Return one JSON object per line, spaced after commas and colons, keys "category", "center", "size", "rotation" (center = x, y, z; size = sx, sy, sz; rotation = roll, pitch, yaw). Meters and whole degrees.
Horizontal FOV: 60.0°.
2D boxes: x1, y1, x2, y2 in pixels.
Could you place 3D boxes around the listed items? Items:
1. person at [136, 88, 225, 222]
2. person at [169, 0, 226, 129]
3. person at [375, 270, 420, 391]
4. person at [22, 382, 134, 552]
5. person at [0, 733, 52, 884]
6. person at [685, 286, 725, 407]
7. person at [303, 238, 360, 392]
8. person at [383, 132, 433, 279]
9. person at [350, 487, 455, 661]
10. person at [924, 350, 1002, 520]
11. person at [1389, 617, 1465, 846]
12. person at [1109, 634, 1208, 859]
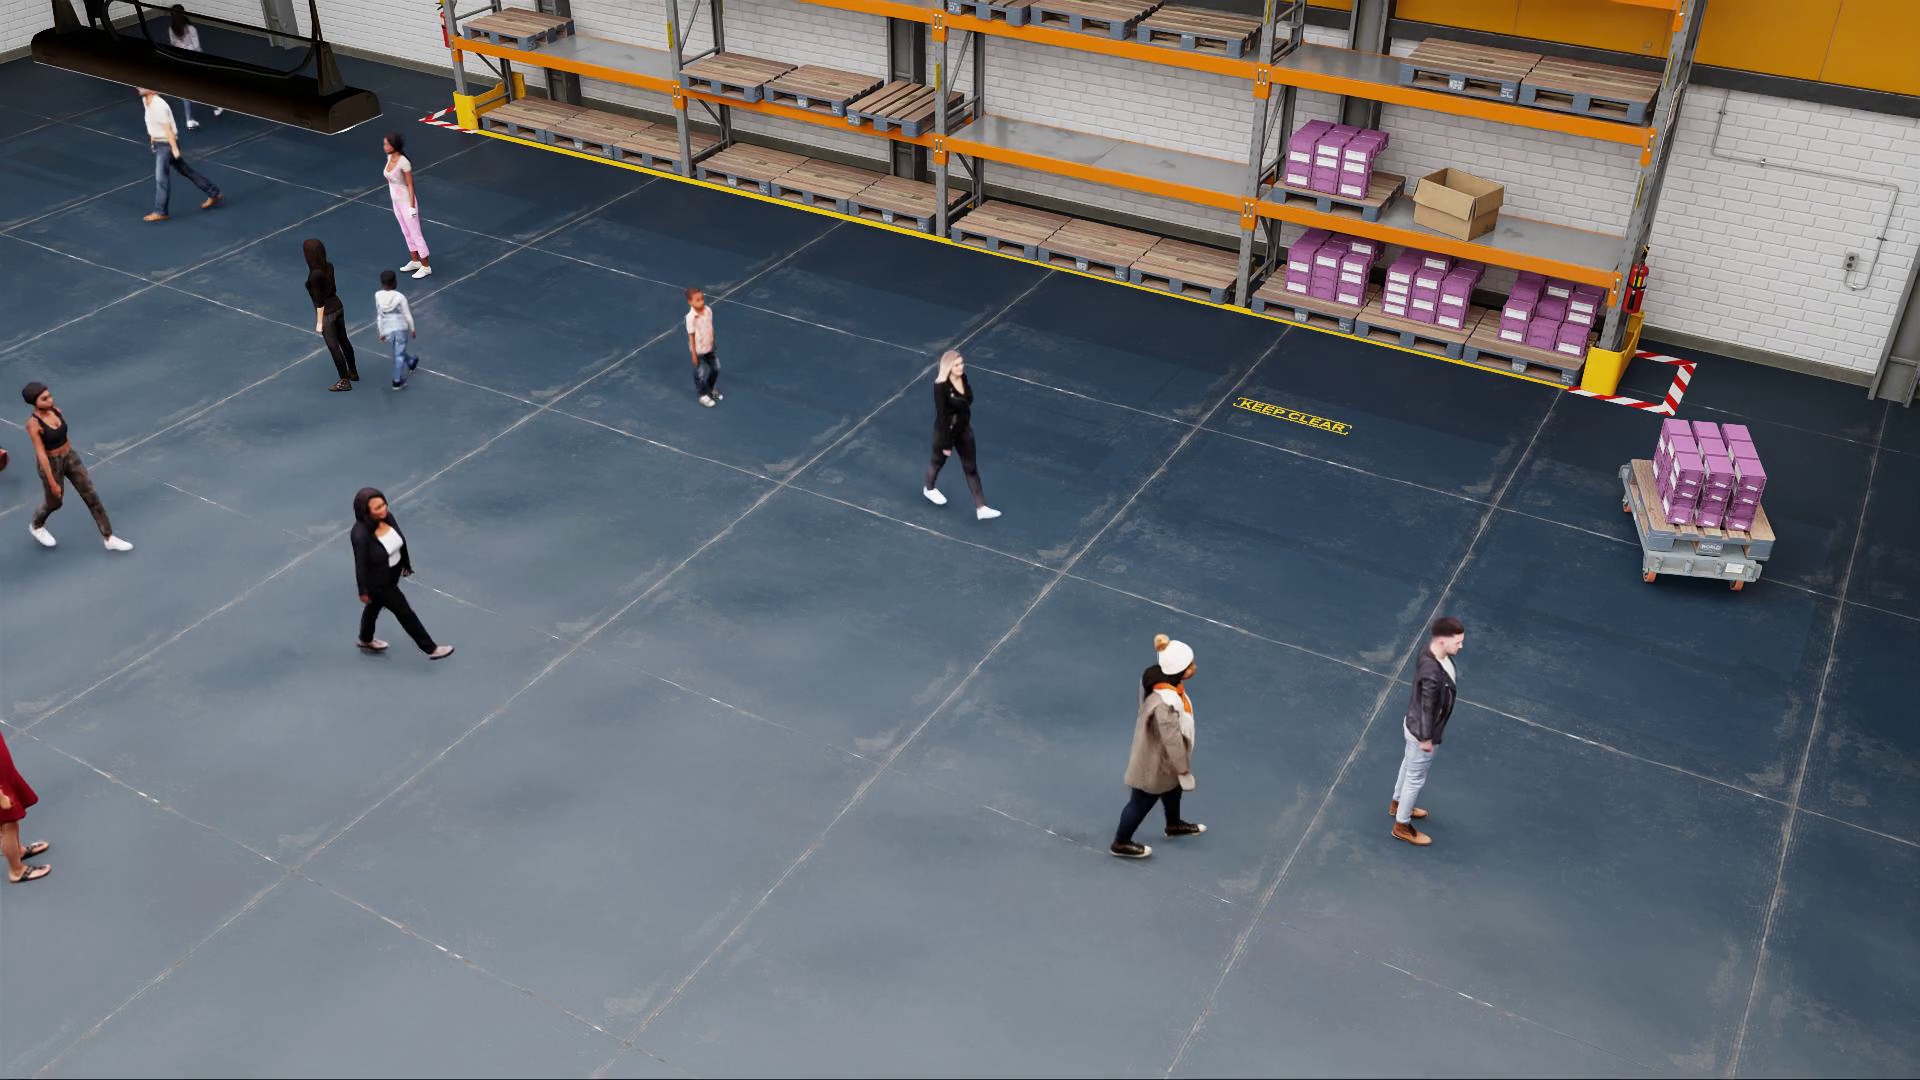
{"category": "person", "center": [-9.863, -4.963, 20.927], "size": [1.104, 1.811, 1.298], "rotation": [-21, 39, -29]}
{"category": "person", "center": [-10.968, -6.695, 23.648], "size": [1.214, 1.684, 1.059], "rotation": [2, 34, 3]}
{"category": "person", "center": [-5.871, -2.141, 17.209], "size": [0.825, 1.226, 0.717], "rotation": [5, 34, 7]}
{"category": "person", "center": [-7.930, -0.610, 14.515], "size": [1.242, 1.659, 0.857], "rotation": [7, 34, 10]}
{"category": "person", "center": [-6.532, 1.636, 11.236], "size": [0.739, 1.548, 0.678], "rotation": [-15, 36, -21]}
{"category": "person", "center": [-2.668, -1.990, 16.913], "size": [0.513, 1.304, 0.556], "rotation": [23, 40, 30]}
{"category": "person", "center": [-6.482, -2.331, 17.120], "size": [0.620, 1.642, 0.649], "rotation": [5, 34, 7]}
{"category": "person", "center": [-6.477, -3.922, 19.423], "size": [0.699, 1.742, 0.535], "rotation": [-29, 43, -36]}
{"category": "person", "center": [-4.668, 0.294, 13.236], "size": [1.210, 1.569, 0.941], "rotation": [5, 34, 7]}
{"category": "person", "center": [-0.155, -0.969, 15.076], "size": [1.189, 1.637, 0.780], "rotation": [26, 41, 33]}
{"category": "person", "center": [3.202, 1.291, 11.497], "size": [0.668, 1.835, 0.721], "rotation": [6, 34, 9]}
{"category": "person", "center": [1.236, 1.417, 11.276], "size": [1.047, 1.869, 0.913], "rotation": [4, 34, 5]}
